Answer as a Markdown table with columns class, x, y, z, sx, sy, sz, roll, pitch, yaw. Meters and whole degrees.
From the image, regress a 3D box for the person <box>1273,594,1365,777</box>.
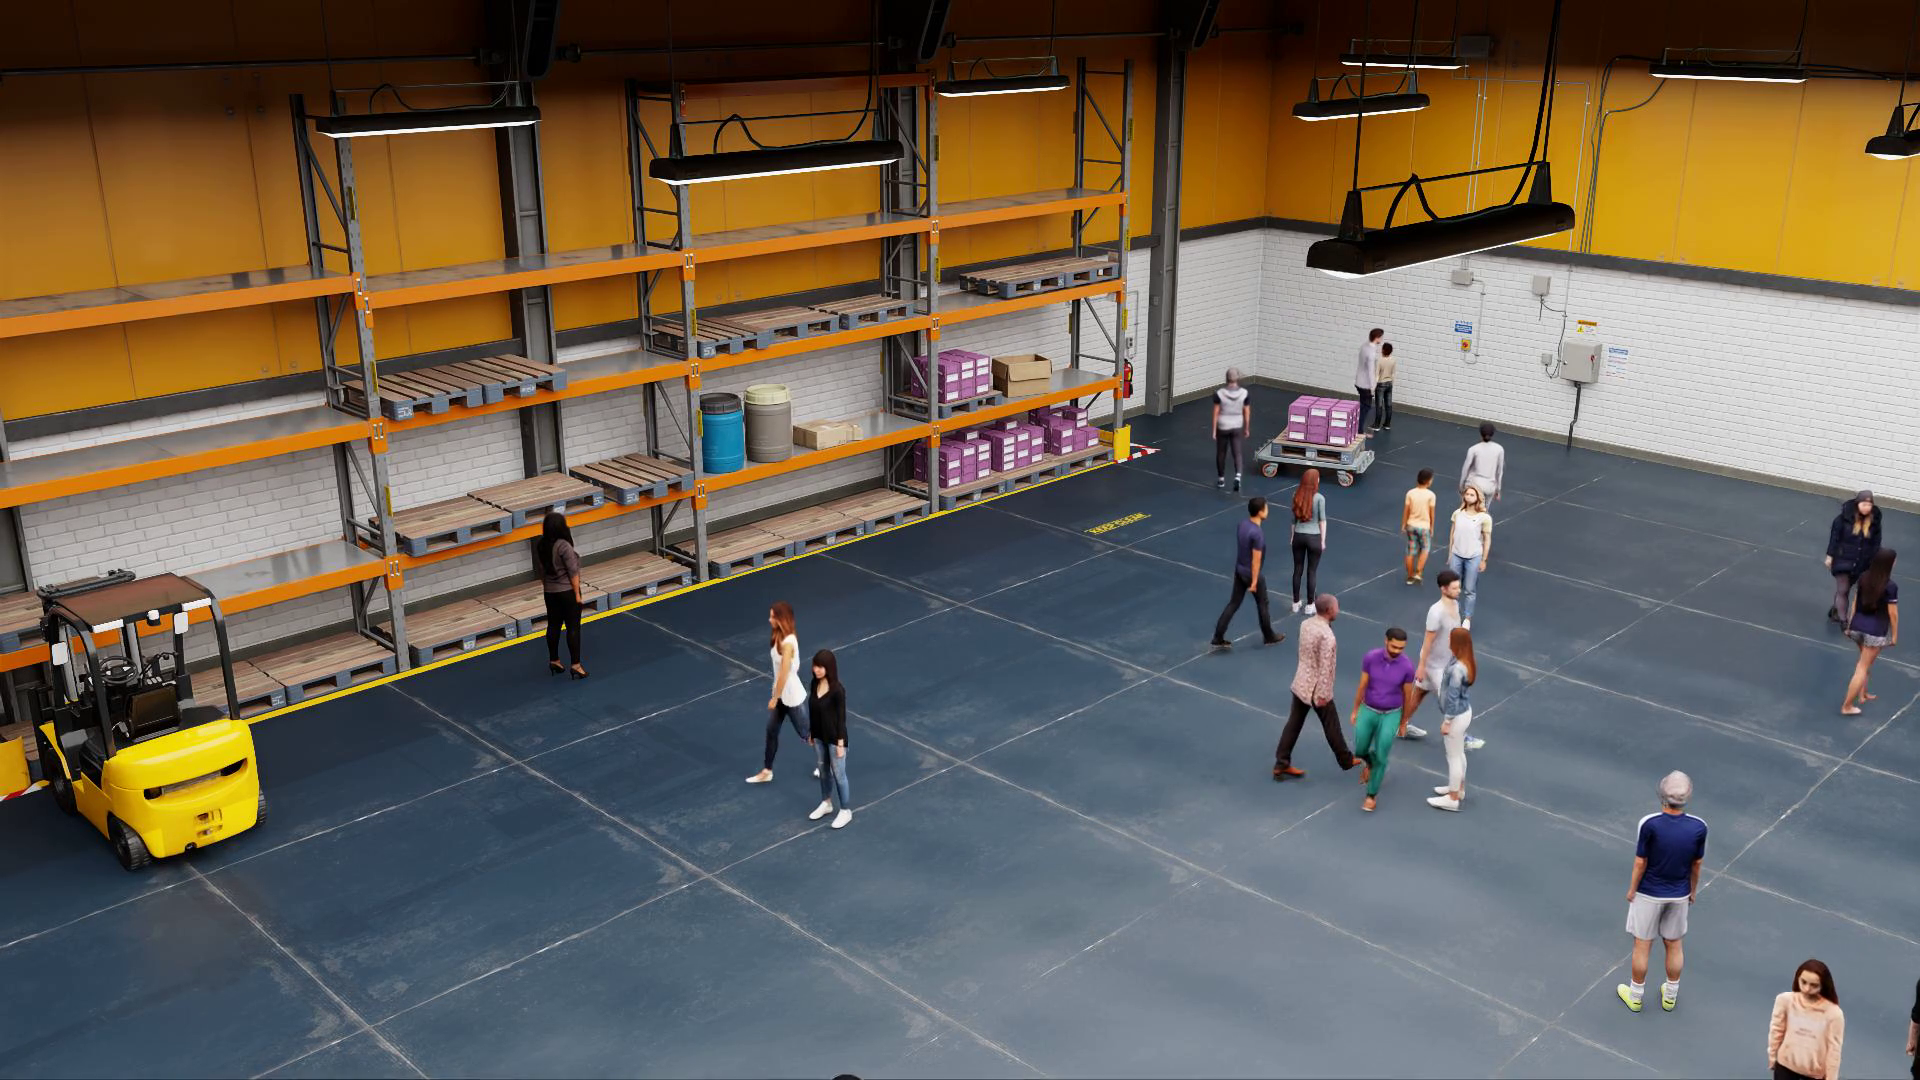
| class | x | y | z | sx | sy | sz | roll | pitch | yaw |
| --- | --- | --- | --- | --- | --- | --- | --- | --- | --- |
| person | 3.168 | 1.384 | 15.320 | 1.278 | 1.763 | 1.049 | -5 | 19 | -15 |

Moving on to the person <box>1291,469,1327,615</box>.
| class | x | y | z | sx | sy | sz | roll | pitch | yaw |
| --- | --- | --- | --- | --- | --- | --- | --- | --- | --- |
| person | 4.057 | 0.010 | 19.433 | 0.608 | 1.742 | 0.578 | 13 | 23 | 34 |

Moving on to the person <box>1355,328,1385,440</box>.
| class | x | y | z | sx | sy | sz | roll | pitch | yaw |
| --- | --- | --- | --- | --- | --- | --- | --- | --- | --- |
| person | 6.446 | -2.512 | 26.799 | 1.010 | 1.821 | 0.949 | -2 | 19 | -7 |

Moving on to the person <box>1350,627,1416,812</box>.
| class | x | y | z | sx | sy | sz | roll | pitch | yaw |
| --- | --- | --- | --- | --- | --- | --- | --- | --- | --- |
| person | 3.780 | 1.543 | 14.885 | 0.852 | 1.738 | 0.985 | 11 | 21 | 29 |

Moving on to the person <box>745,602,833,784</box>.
| class | x | y | z | sx | sy | sz | roll | pitch | yaw |
| --- | --- | --- | --- | --- | --- | --- | --- | --- | --- |
| person | -1.462 | 1.421 | 15.236 | 1.170 | 1.746 | 0.840 | -8 | 20 | -23 |

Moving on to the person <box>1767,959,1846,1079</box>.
| class | x | y | z | sx | sy | sz | roll | pitch | yaw |
| --- | --- | --- | --- | --- | --- | --- | --- | --- | --- |
| person | 5.226 | 3.238 | 10.275 | 0.651 | 1.469 | 0.923 | 13 | 23 | 35 |

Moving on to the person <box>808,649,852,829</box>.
| class | x | y | z | sx | sy | sz | roll | pitch | yaw |
| --- | --- | --- | --- | --- | --- | --- | --- | --- | --- |
| person | -1.137 | 1.705 | 14.554 | 0.570 | 1.643 | 0.547 | 14 | 23 | 36 |

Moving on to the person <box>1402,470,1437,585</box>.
| class | x | y | z | sx | sy | sz | roll | pitch | yaw |
| --- | --- | --- | --- | --- | --- | --- | --- | --- | --- |
| person | 5.588 | -0.132 | 20.310 | 0.623 | 1.452 | 0.638 | 9 | 21 | 25 |

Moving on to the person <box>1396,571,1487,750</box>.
| class | x | y | z | sx | sy | sz | roll | pitch | yaw |
| --- | --- | --- | --- | --- | --- | --- | --- | --- | --- |
| person | 4.488 | 1.150 | 15.968 | 1.050 | 1.794 | 1.168 | 11 | 21 | 29 |

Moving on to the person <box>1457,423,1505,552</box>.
| class | x | y | z | sx | sy | sz | roll | pitch | yaw |
| --- | --- | --- | --- | --- | --- | --- | --- | --- | --- |
| person | 6.727 | -0.623 | 21.388 | 1.093 | 1.695 | 1.144 | -1 | 19 | -1 |

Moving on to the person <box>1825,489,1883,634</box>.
| class | x | y | z | sx | sy | sz | roll | pitch | yaw |
| --- | --- | --- | --- | --- | --- | --- | --- | --- | --- |
| person | 10.155 | 0.207 | 19.015 | 1.011 | 1.635 | 1.124 | 3 | 19 | 9 |

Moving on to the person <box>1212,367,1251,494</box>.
| class | x | y | z | sx | sy | sz | roll | pitch | yaw |
| --- | --- | --- | --- | --- | --- | --- | --- | --- | --- |
| person | 3.908 | -1.552 | 23.975 | 1.149 | 1.804 | 1.221 | 0 | 19 | 1 |

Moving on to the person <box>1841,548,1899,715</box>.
| class | x | y | z | sx | sy | sz | roll | pitch | yaw |
| --- | --- | --- | --- | --- | --- | --- | --- | --- | --- |
| person | 9.051 | 0.937 | 16.672 | 0.909 | 1.747 | 0.768 | -8 | 20 | -22 |

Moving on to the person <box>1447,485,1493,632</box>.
| class | x | y | z | sx | sy | sz | roll | pitch | yaw |
| --- | --- | --- | --- | --- | --- | --- | --- | --- | --- |
| person | 5.771 | 0.195 | 18.914 | 0.642 | 1.722 | 0.565 | 14 | 23 | 36 |

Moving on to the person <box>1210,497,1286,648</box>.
| class | x | y | z | sx | sy | sz | roll | pitch | yaw |
| --- | --- | --- | --- | --- | --- | --- | --- | --- | --- |
| person | 3.089 | 0.396 | 18.275 | 1.214 | 1.749 | 0.902 | -8 | 20 | -24 |

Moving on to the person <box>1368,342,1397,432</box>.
| class | x | y | z | sx | sy | sz | roll | pitch | yaw |
| --- | --- | --- | --- | --- | --- | --- | --- | --- | --- |
| person | 6.994 | -2.537 | 27.431 | 0.570 | 1.465 | 0.684 | -7 | 20 | -19 |

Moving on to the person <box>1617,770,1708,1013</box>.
| class | x | y | z | sx | sy | sz | roll | pitch | yaw |
| --- | --- | --- | --- | --- | --- | --- | --- | --- | --- |
| person | 5.014 | 2.506 | 11.875 | 0.702 | 1.836 | 0.757 | 0 | 19 | 1 |

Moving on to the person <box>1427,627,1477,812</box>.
| class | x | y | z | sx | sy | sz | roll | pitch | yaw |
| --- | --- | --- | --- | --- | --- | --- | --- | --- | --- |
| person | 4.445 | 1.584 | 14.827 | 0.729 | 1.699 | 0.584 | 8 | 20 | 22 |

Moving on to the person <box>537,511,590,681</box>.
| class | x | y | z | sx | sy | sz | roll | pitch | yaw |
| --- | --- | --- | --- | --- | --- | --- | --- | --- | --- |
| person | -4.213 | 0.584 | 17.570 | 0.711 | 1.842 | 0.694 | 10 | 21 | 27 |
